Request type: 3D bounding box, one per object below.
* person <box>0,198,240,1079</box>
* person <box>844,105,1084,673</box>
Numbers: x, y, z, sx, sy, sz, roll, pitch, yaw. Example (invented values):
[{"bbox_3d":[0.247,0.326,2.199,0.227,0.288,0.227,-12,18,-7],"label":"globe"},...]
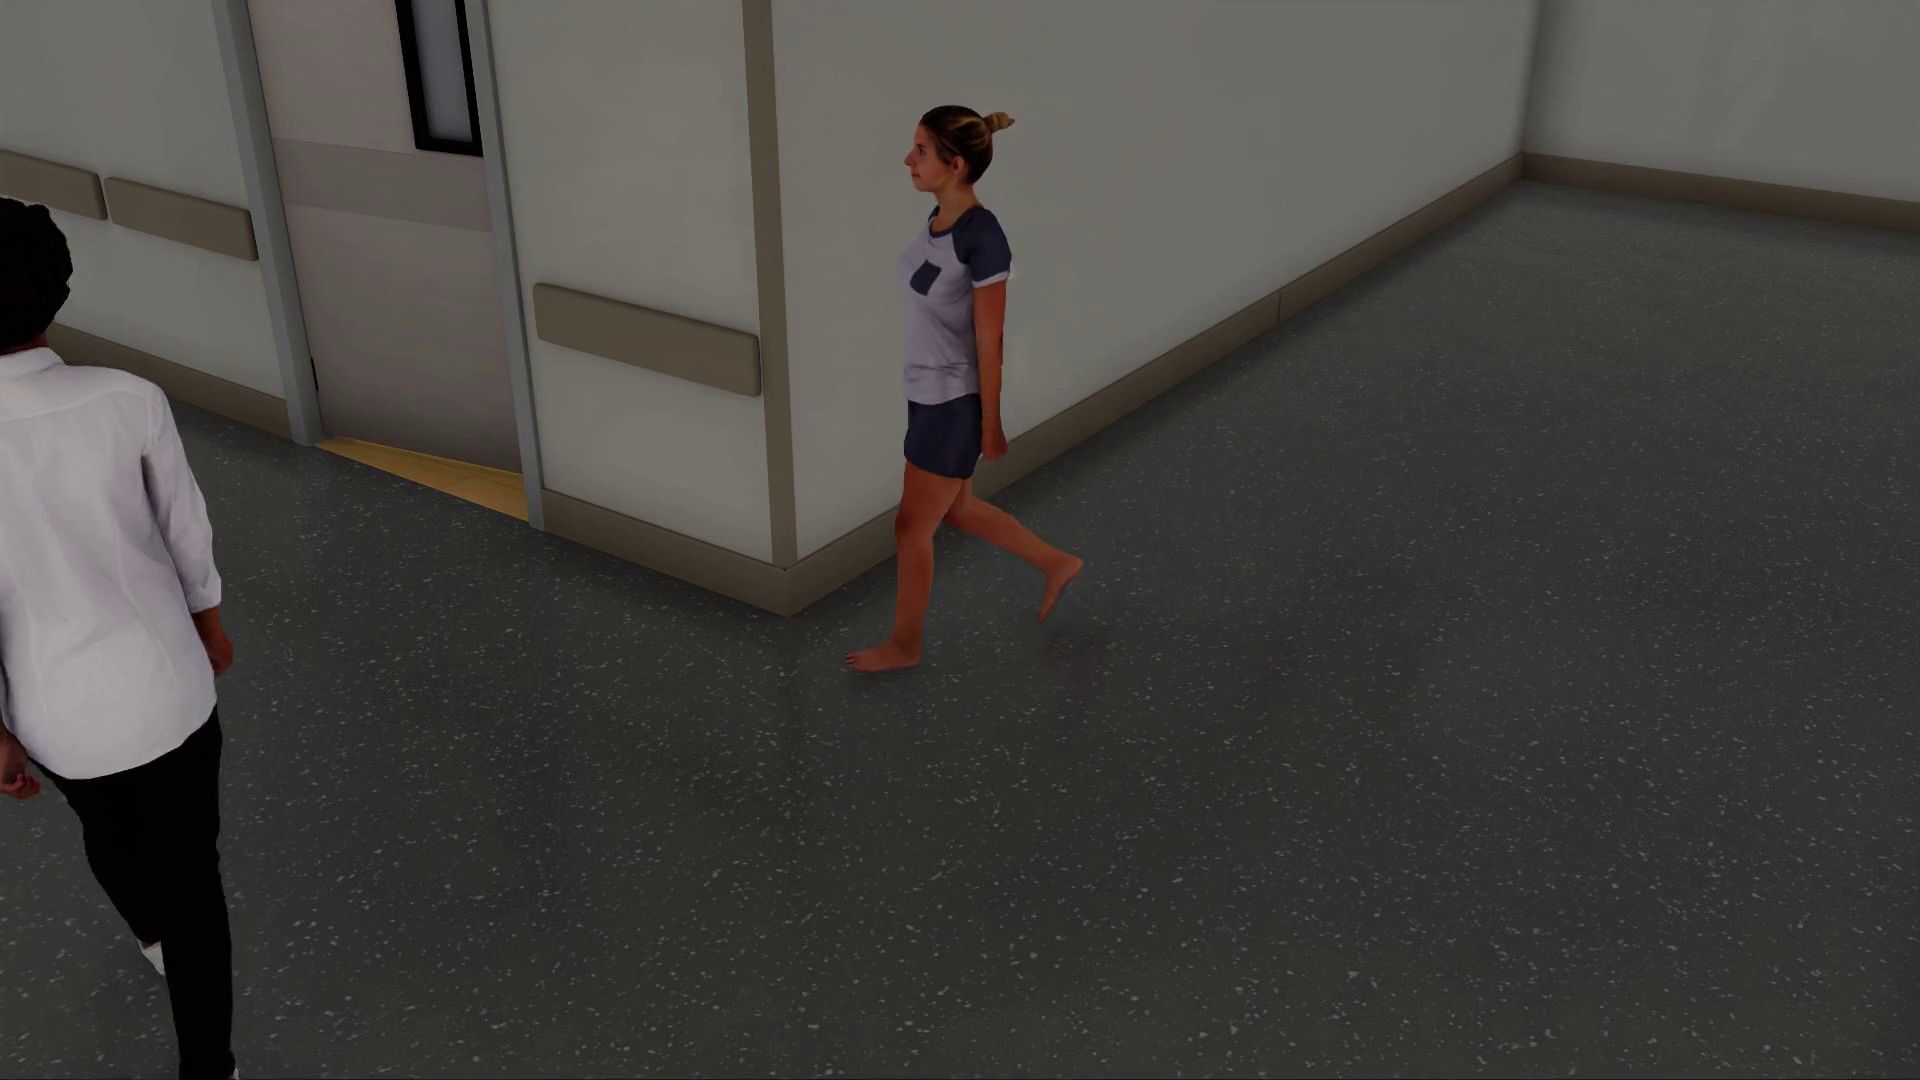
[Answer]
[{"bbox_3d":[-1.537,0.297,3.018,1.168,1.766,1.071,-12,28,-23],"label":"person"},{"bbox_3d":[0.043,-0.387,4.627,1.035,1.600,0.955,-6,26,-12],"label":"person"}]
